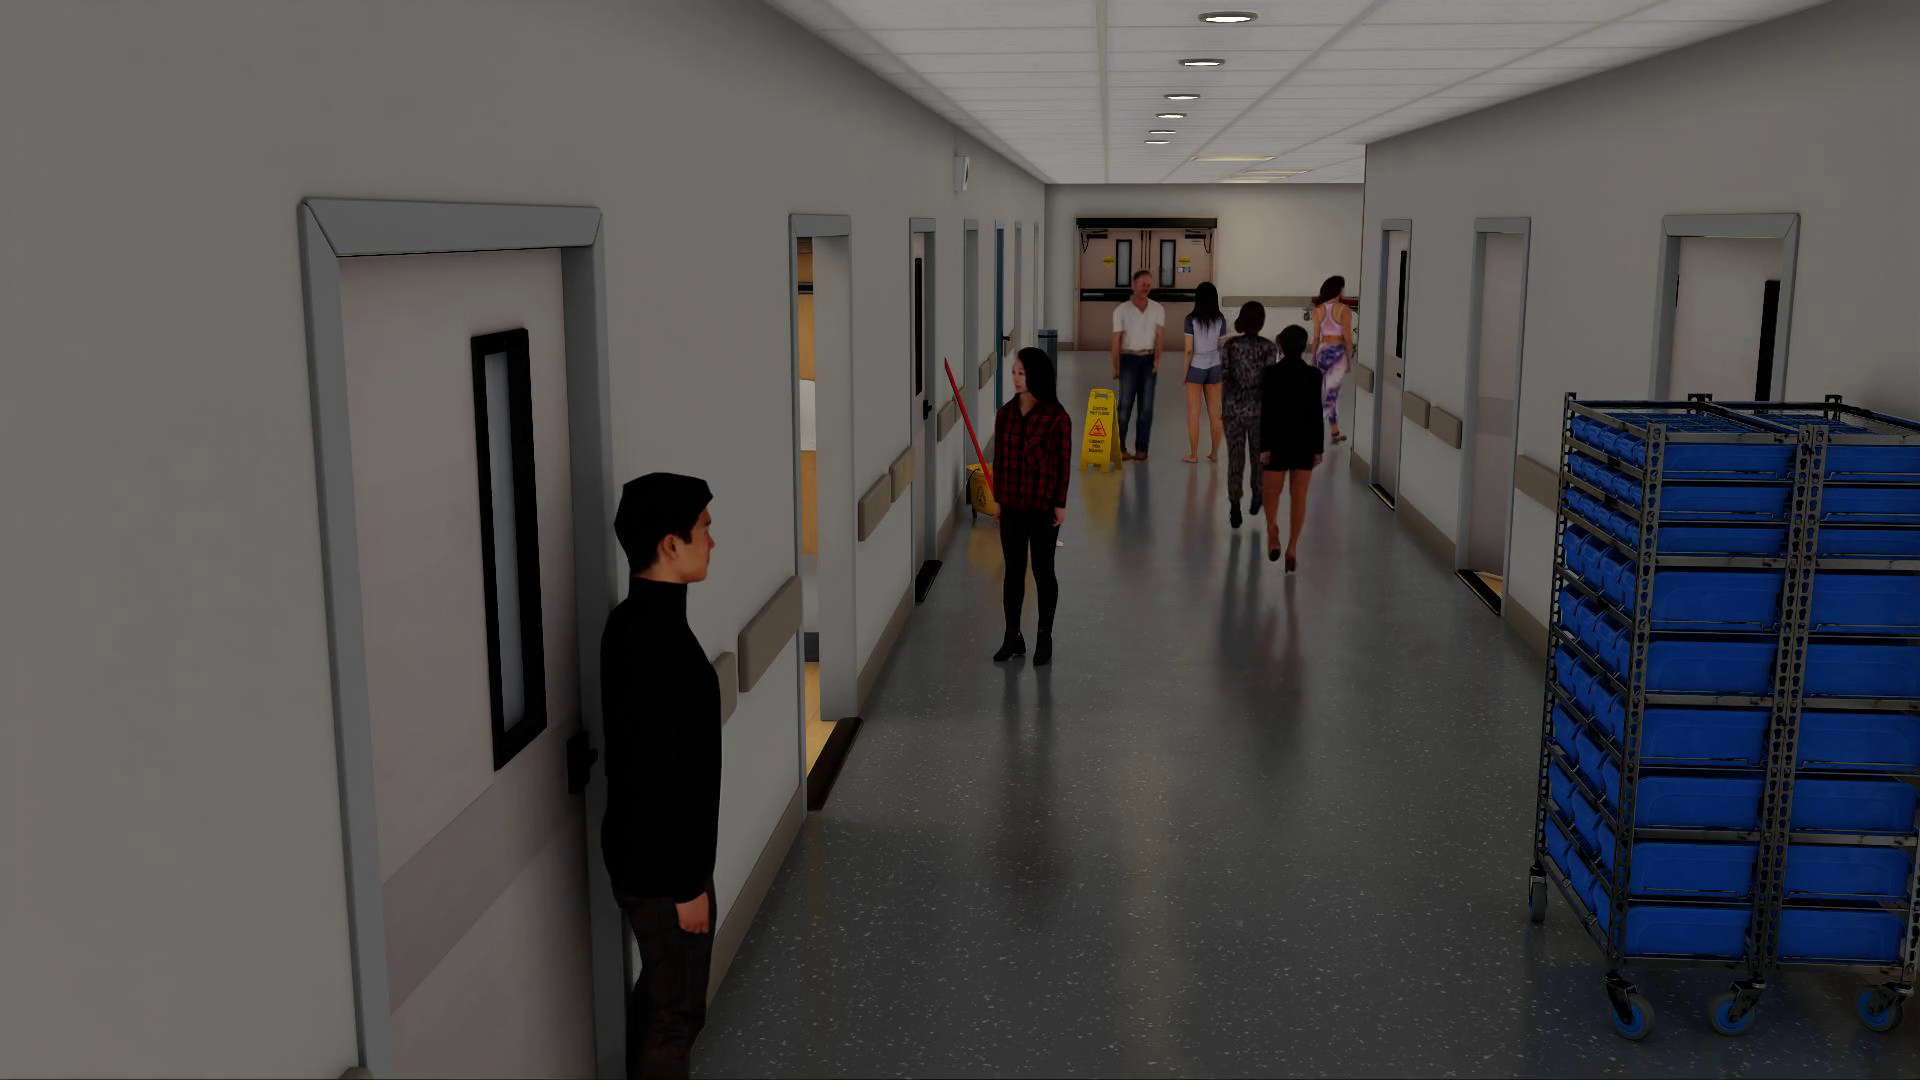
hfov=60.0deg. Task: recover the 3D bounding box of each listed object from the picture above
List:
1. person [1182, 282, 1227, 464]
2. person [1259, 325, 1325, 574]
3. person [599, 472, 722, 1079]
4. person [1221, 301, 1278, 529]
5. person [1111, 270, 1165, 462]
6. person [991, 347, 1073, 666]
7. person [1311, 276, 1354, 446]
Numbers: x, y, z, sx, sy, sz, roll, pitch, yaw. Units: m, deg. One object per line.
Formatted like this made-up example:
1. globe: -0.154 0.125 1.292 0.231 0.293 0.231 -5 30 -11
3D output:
1. person: 2.348 -1.620 16.037 0.653 1.734 0.626 -3 11 -16
2. person: 2.132 -0.559 10.733 0.621 1.627 0.779 2 11 13
3. person: -0.694 0.700 3.858 0.776 1.718 0.611 -3 11 -16
4. person: 2.113 -0.894 12.396 0.687 1.665 1.160 3 11 14
5. person: 1.748 -1.706 16.206 0.697 1.840 0.774 1 11 5
6. person: 0.373 -0.184 8.686 0.650 1.654 0.634 5 12 26
7. person: 3.716 -1.771 16.831 1.026 1.734 1.206 9 14 41
